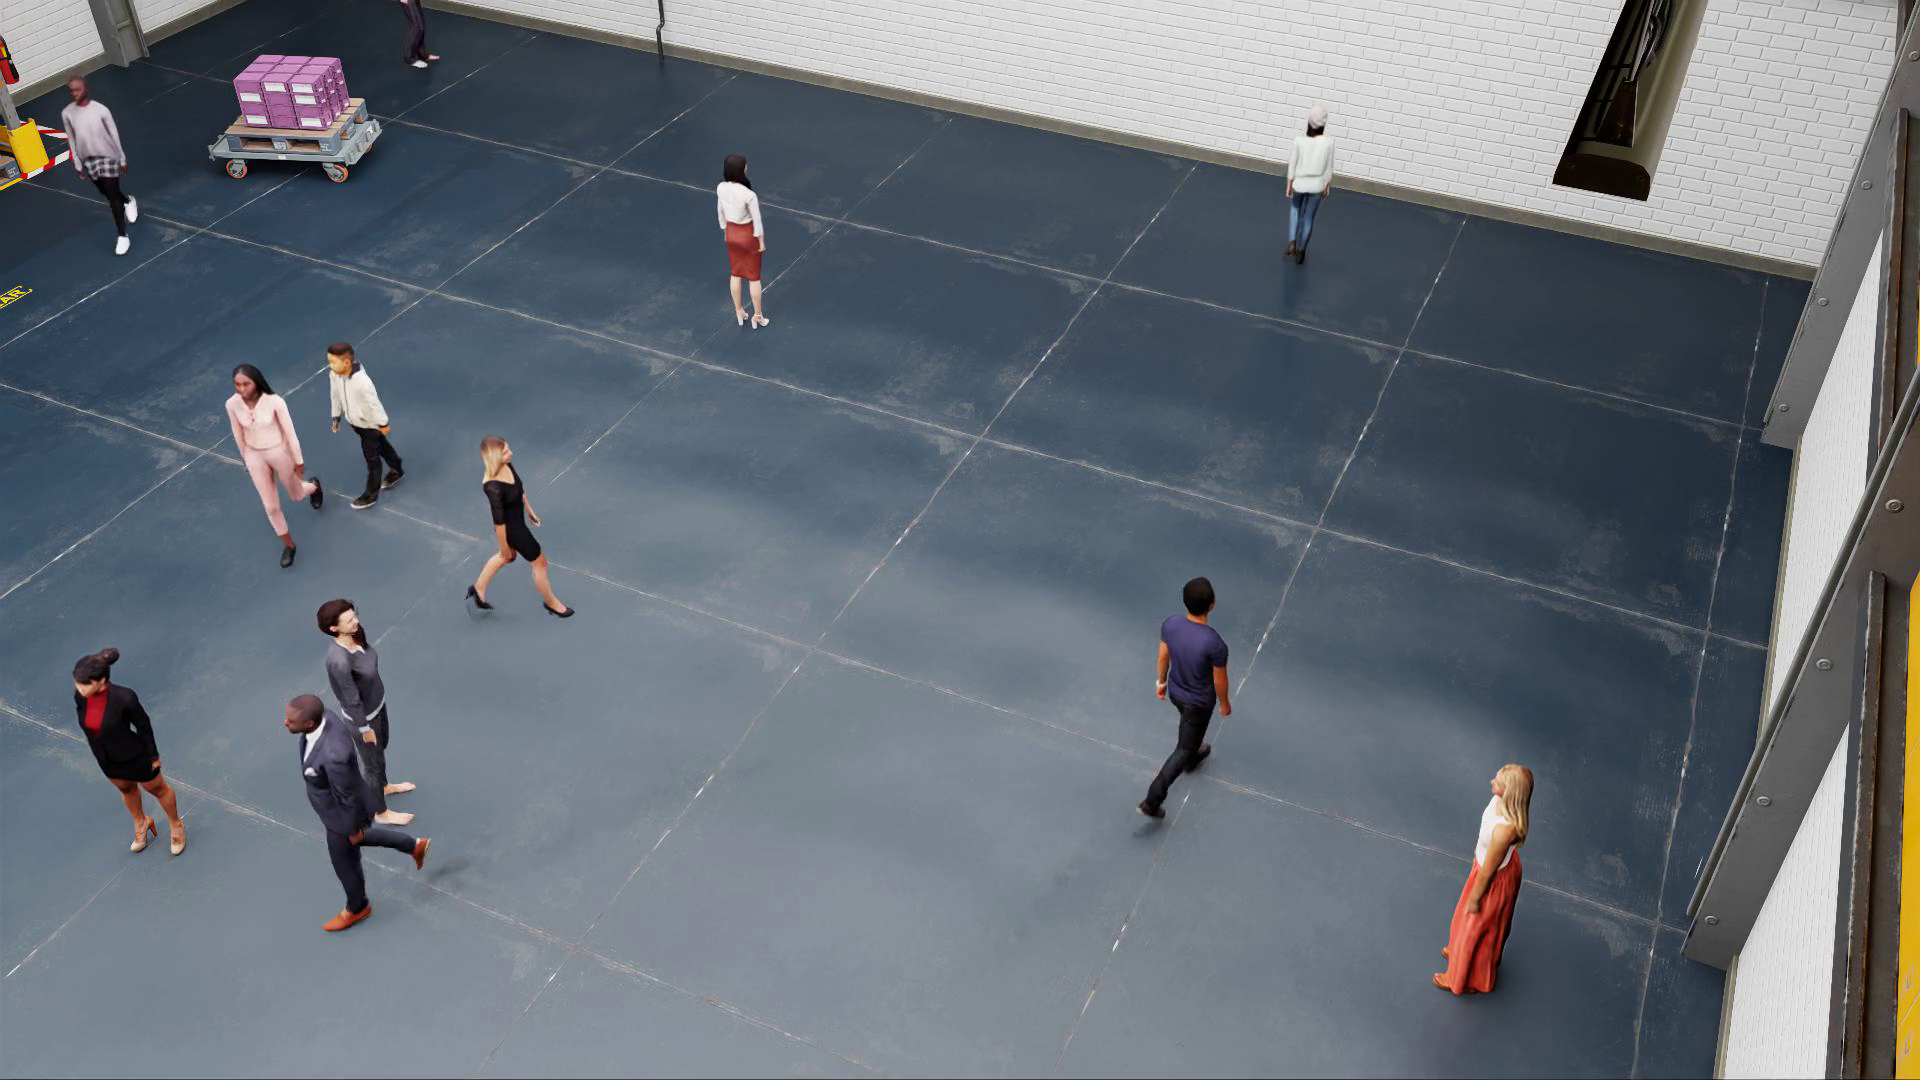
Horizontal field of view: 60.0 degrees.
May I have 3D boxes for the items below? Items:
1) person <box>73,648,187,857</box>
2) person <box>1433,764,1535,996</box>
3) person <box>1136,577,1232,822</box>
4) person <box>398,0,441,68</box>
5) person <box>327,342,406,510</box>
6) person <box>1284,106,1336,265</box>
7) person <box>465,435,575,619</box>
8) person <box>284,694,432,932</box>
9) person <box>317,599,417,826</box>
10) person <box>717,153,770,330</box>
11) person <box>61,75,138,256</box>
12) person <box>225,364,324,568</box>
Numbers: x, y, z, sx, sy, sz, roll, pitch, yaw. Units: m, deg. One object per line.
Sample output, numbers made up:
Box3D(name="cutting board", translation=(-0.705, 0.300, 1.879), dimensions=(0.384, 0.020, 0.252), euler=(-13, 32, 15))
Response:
Box3D(name="person", translation=(-5.190, 1.348, 10.358), dimensions=(0.635, 1.639, 0.686), euler=(5, 39, 7))
Box3D(name="person", translation=(3.041, 1.932, 9.496), dimensions=(0.666, 1.802, 0.492), euler=(16, 41, 19))
Box3D(name="person", translation=(1.427, 1.044, 10.642), dimensions=(1.219, 1.760, 0.928), euler=(-31, 48, -32))
Box3D(name="person", translation=(-6.808, -6.686, 20.235), dimensions=(0.860, 1.867, 0.767), euler=(-6, 39, -7))
Box3D(name="person", translation=(-4.760, -1.016, 13.488), dimensions=(0.673, 1.427, 0.879), euler=(22, 43, 25))
Box3D(name="person", translation=(3.434, -3.454, 16.370), dimensions=(0.638, 1.639, 0.682), euler=(9, 39, 11))
Box3D(name="person", translation=(-3.344, -0.074, 12.135), dimensions=(0.955, 1.643, 1.035), euler=(-4, 39, -5))
Box3D(name="person", translation=(-3.616, 1.572, 9.946), dimensions=(1.131, 1.804, 1.022), euler=(-20, 43, -23))
Box3D(name="person", translation=(-3.800, 1.075, 10.597), dimensions=(0.745, 1.768, 0.649), euler=(-8, 39, -9))
Box3D(name="person", translation=(-2.007, -2.765, 15.418), dimensions=(0.597, 1.751, 0.508), euler=(18, 42, 21))
Box3D(name="person", translation=(-8.656, -3.856, 16.792), dimensions=(1.021, 1.741, 1.234), euler=(-4, 39, -5))
Box3D(name="person", translation=(-5.267, -0.658, 12.821), dimensions=(0.922, 1.700, 1.129), euler=(-1, 39, -1))
